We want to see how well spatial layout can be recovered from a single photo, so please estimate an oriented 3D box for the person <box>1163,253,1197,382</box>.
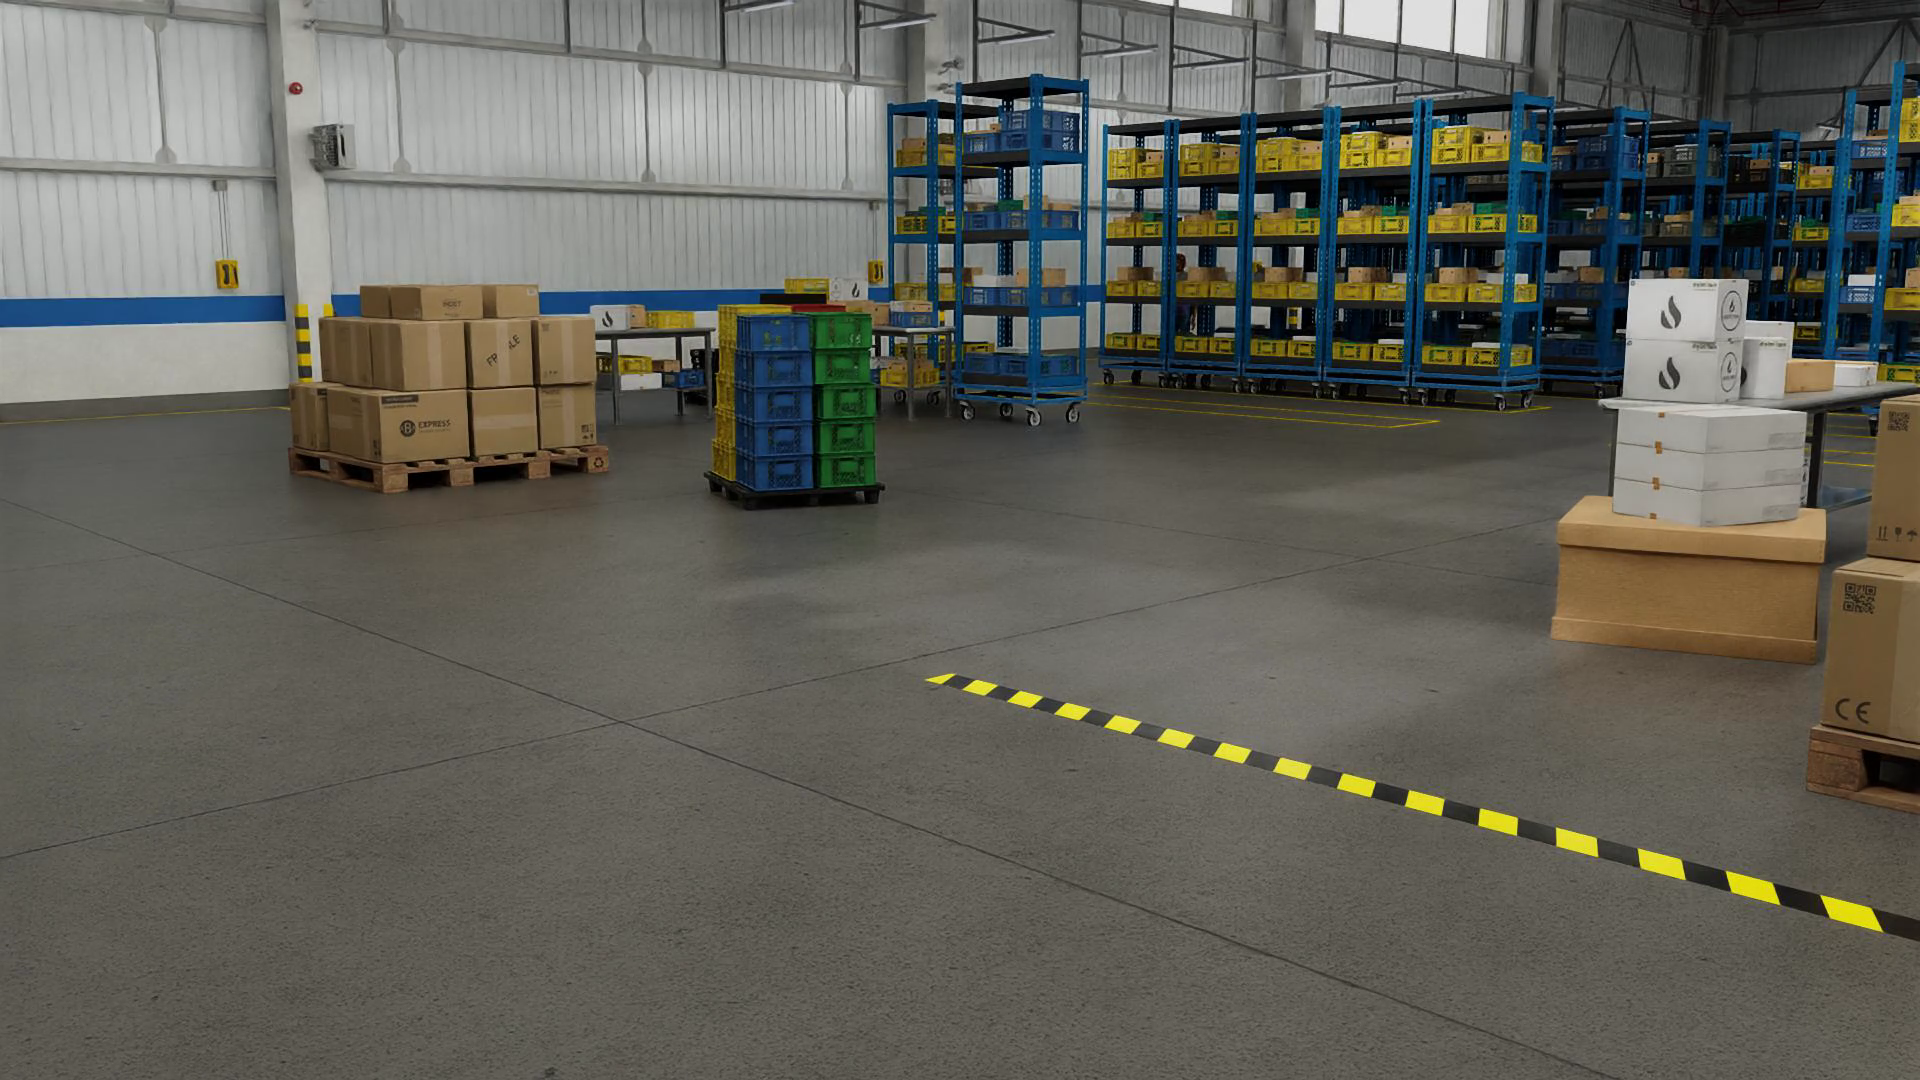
[{"bbox_3d":[3.173,-3.208,24.023,0.566,1.839,0.381,7,12,37],"label":"person"}]
